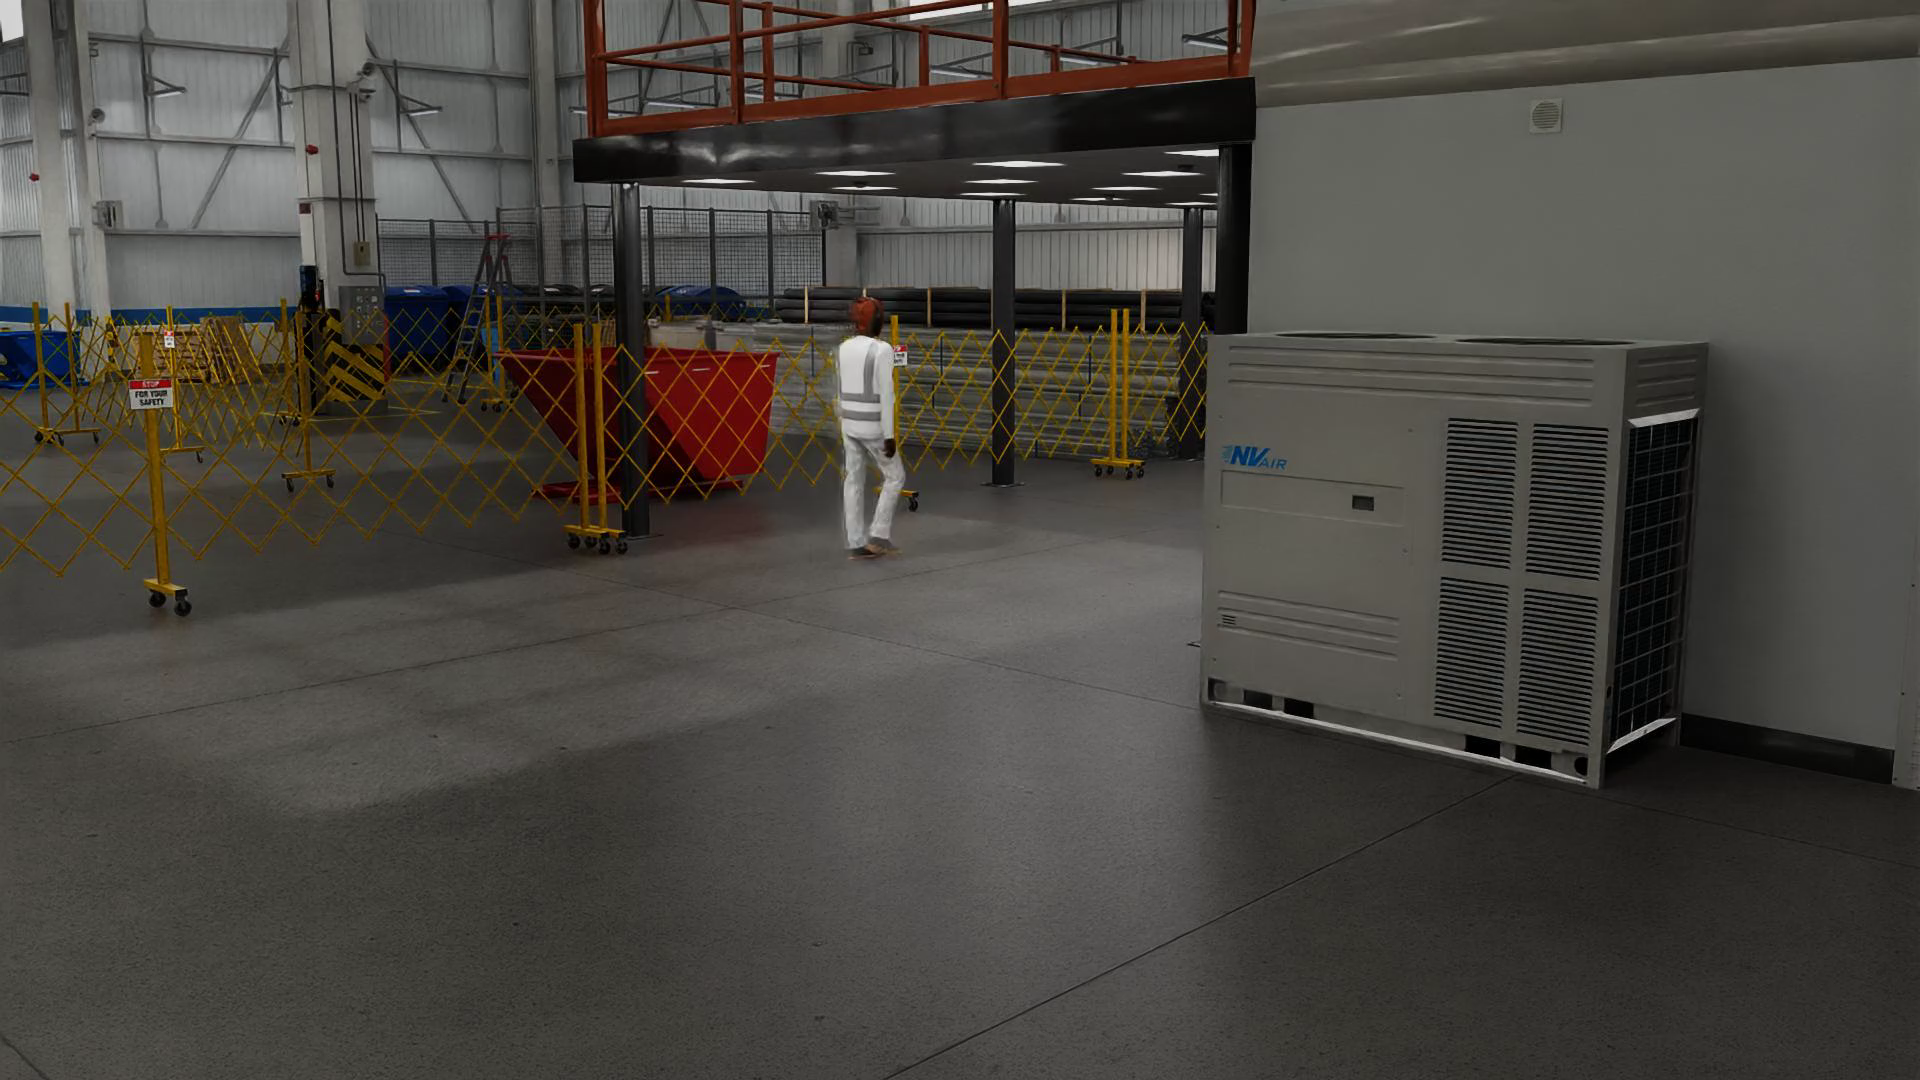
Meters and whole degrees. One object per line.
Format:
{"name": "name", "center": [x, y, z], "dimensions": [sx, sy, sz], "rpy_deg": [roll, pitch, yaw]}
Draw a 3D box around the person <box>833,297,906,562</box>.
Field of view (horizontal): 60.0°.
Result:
{"name": "person", "center": [-0.614, -0.779, 11.808], "dimensions": [0.615, 1.867, 0.526], "rpy_deg": [8, 12, 42]}
